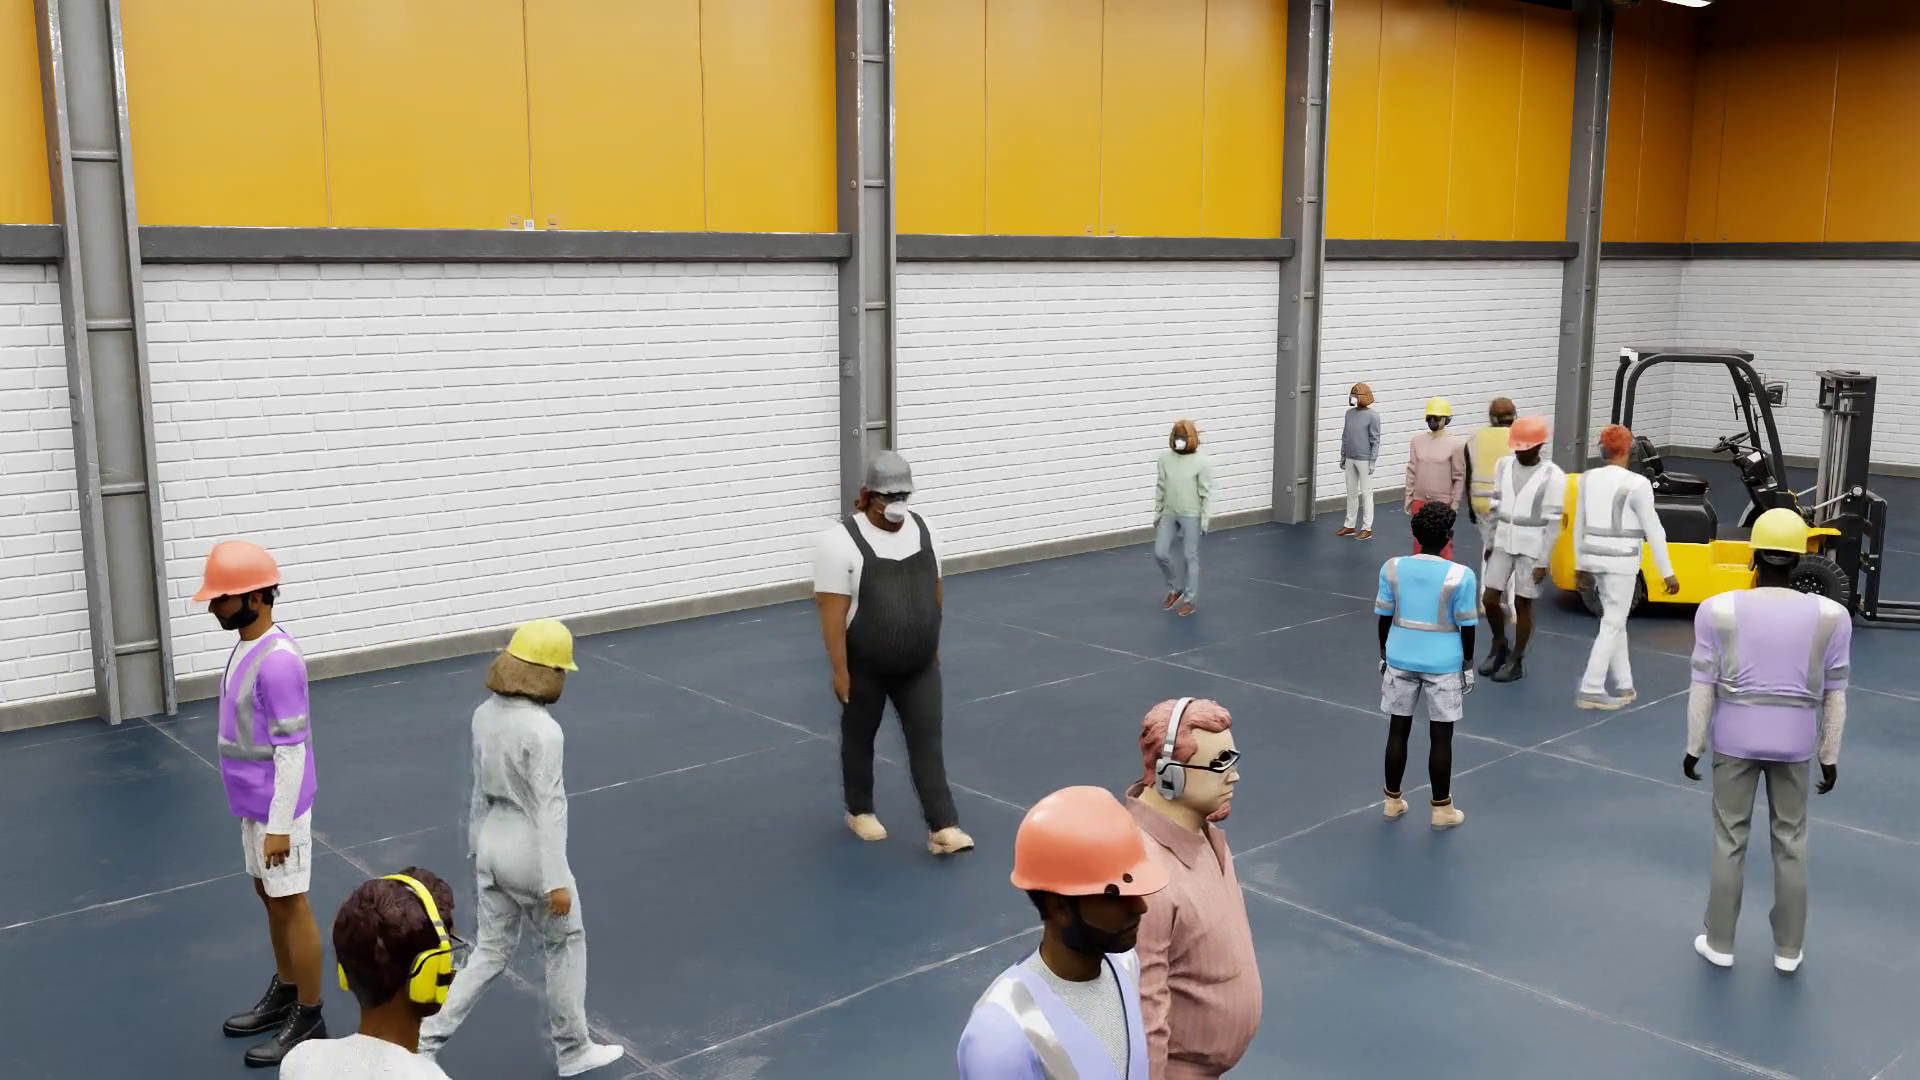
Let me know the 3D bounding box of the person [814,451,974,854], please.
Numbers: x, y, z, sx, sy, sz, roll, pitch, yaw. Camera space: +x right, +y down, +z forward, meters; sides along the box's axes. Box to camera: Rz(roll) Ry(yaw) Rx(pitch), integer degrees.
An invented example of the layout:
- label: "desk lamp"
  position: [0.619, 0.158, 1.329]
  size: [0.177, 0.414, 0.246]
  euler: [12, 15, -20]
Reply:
- label: "person"
  position: [-0.312, 0.551, 8.114]
  size: [0.708, 2.000, 0.953]
  euler: [-5, 11, -28]

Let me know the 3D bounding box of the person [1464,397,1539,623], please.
- label: "person"
  position: [4.391, -0.247, 13.498]
  size: [0.434, 1.810, 0.664]
  euler: [-9, 13, -43]

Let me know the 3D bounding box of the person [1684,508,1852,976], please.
- label: "person"
  position: [3.297, 0.825, 6.840]
  size: [0.594, 1.924, 0.381]
  euler: [3, 10, 15]

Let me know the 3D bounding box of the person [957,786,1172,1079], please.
- label: "person"
  position: [0.226, 1.424, 3.293]
  size: [0.354, 1.942, 0.545]
  euler: [6, 11, 29]

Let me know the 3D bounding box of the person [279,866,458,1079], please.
- label: "person"
  position: [-0.988, 1.514, 3.036]
  size: [0.545, 1.843, 0.477]
  euler: [6, 11, 29]

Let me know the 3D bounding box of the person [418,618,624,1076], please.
- label: "person"
  position: [-1.591, 1.126, 5.769]
  size: [0.541, 1.692, 0.782]
  euler: [8, 13, 41]

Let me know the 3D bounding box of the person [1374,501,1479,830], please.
- label: "person"
  position: [2.404, 0.641, 8.589]
  size: [0.540, 1.695, 0.317]
  euler: [7, 12, 37]

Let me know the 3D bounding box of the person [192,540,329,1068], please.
- label: "person"
  position: [-2.553, 0.950, 6.087]
  size: [0.364, 1.936, 0.542]
  euler: [-7, 12, -34]

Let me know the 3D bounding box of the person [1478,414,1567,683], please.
- label: "person"
  position: [3.807, 0.074, 11.356]
  size: [0.515, 1.889, 0.613]
  euler: [-8, 13, -40]

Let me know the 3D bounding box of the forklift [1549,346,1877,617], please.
- label: "forklift"
  position: [6.109, -0.478, 13.691]
  size: [2.313, 2.155, 1.214]
  euler: [3, 10, 16]

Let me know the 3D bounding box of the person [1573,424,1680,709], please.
- label: "person"
  position: [4.295, 0.183, 10.798]
  size: [0.576, 1.856, 0.690]
  euler: [-4, 10, -21]

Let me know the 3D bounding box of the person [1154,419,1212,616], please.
- label: "person"
  position: [1.806, -0.180, 13.604]
  size: [0.526, 1.619, 0.366]
  euler: [6, 12, 33]

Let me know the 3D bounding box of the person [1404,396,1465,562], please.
- label: "person"
  position: [4.000, -0.330, 14.066]
  size: [0.523, 1.772, 0.302]
  euler: [9, 13, 42]

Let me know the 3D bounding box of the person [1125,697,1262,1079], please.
- label: "person"
  position: [0.529, 1.310, 4.065]
  size: [0.402, 1.906, 0.652]
  euler: [3, 10, 17]

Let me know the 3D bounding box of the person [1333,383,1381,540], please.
- label: "person"
  position: [4.159, -0.825, 17.360]
  size: [0.281, 1.634, 0.498]
  euler: [-6, 11, -31]
